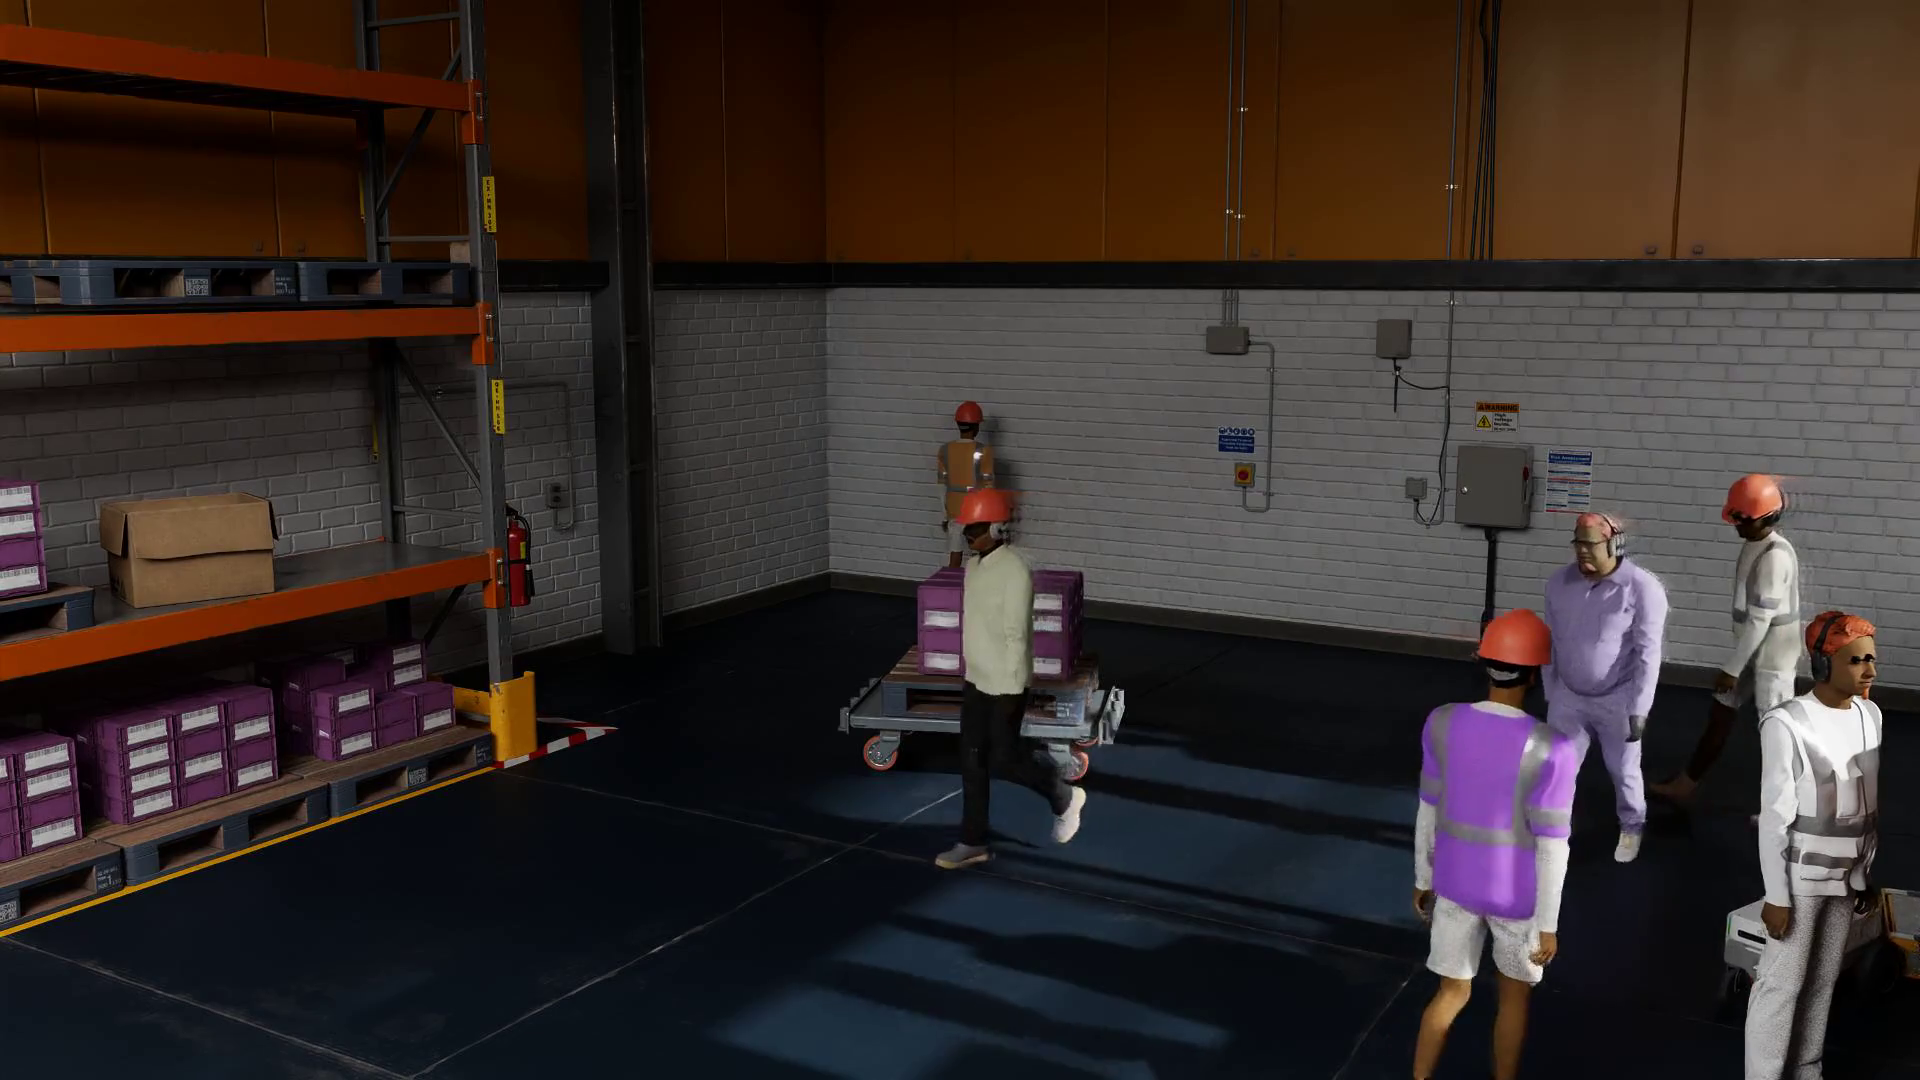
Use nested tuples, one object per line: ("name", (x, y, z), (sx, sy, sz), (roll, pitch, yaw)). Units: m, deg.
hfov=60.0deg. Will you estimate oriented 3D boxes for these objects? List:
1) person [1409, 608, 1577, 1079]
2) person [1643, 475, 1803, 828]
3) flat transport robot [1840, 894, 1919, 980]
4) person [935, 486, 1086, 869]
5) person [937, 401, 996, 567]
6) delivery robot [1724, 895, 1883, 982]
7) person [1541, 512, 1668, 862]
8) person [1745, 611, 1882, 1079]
("person", (1.760, 1.188, 5.641), (0.555, 1.908, 0.784), (8, 12, 40))
("person", (4.217, 0.622, 8.956), (0.921, 1.971, 0.635), (2, 9, 12))
("flat transport robot", (4.475, 1.760, 7.143), (1.431, 0.197, 0.652), (5, 10, 26))
("person", (0.248, 0.695, 8.500), (0.735, 1.972, 0.615), (-5, 11, -31))
("person", (0.075, -0.228, 14.363), (0.542, 1.939, 0.363), (4, 10, 26))
("delivery robot", (3.499, 1.609, 6.896), (0.707, 0.478, 0.477), (-7, 12, -35))
("person", (3.220, 0.773, 8.385), (0.650, 1.863, 0.952), (8, 12, 42))
("person", (2.974, 1.178, 5.762), (0.572, 1.883, 0.356), (-6, 11, -31))
